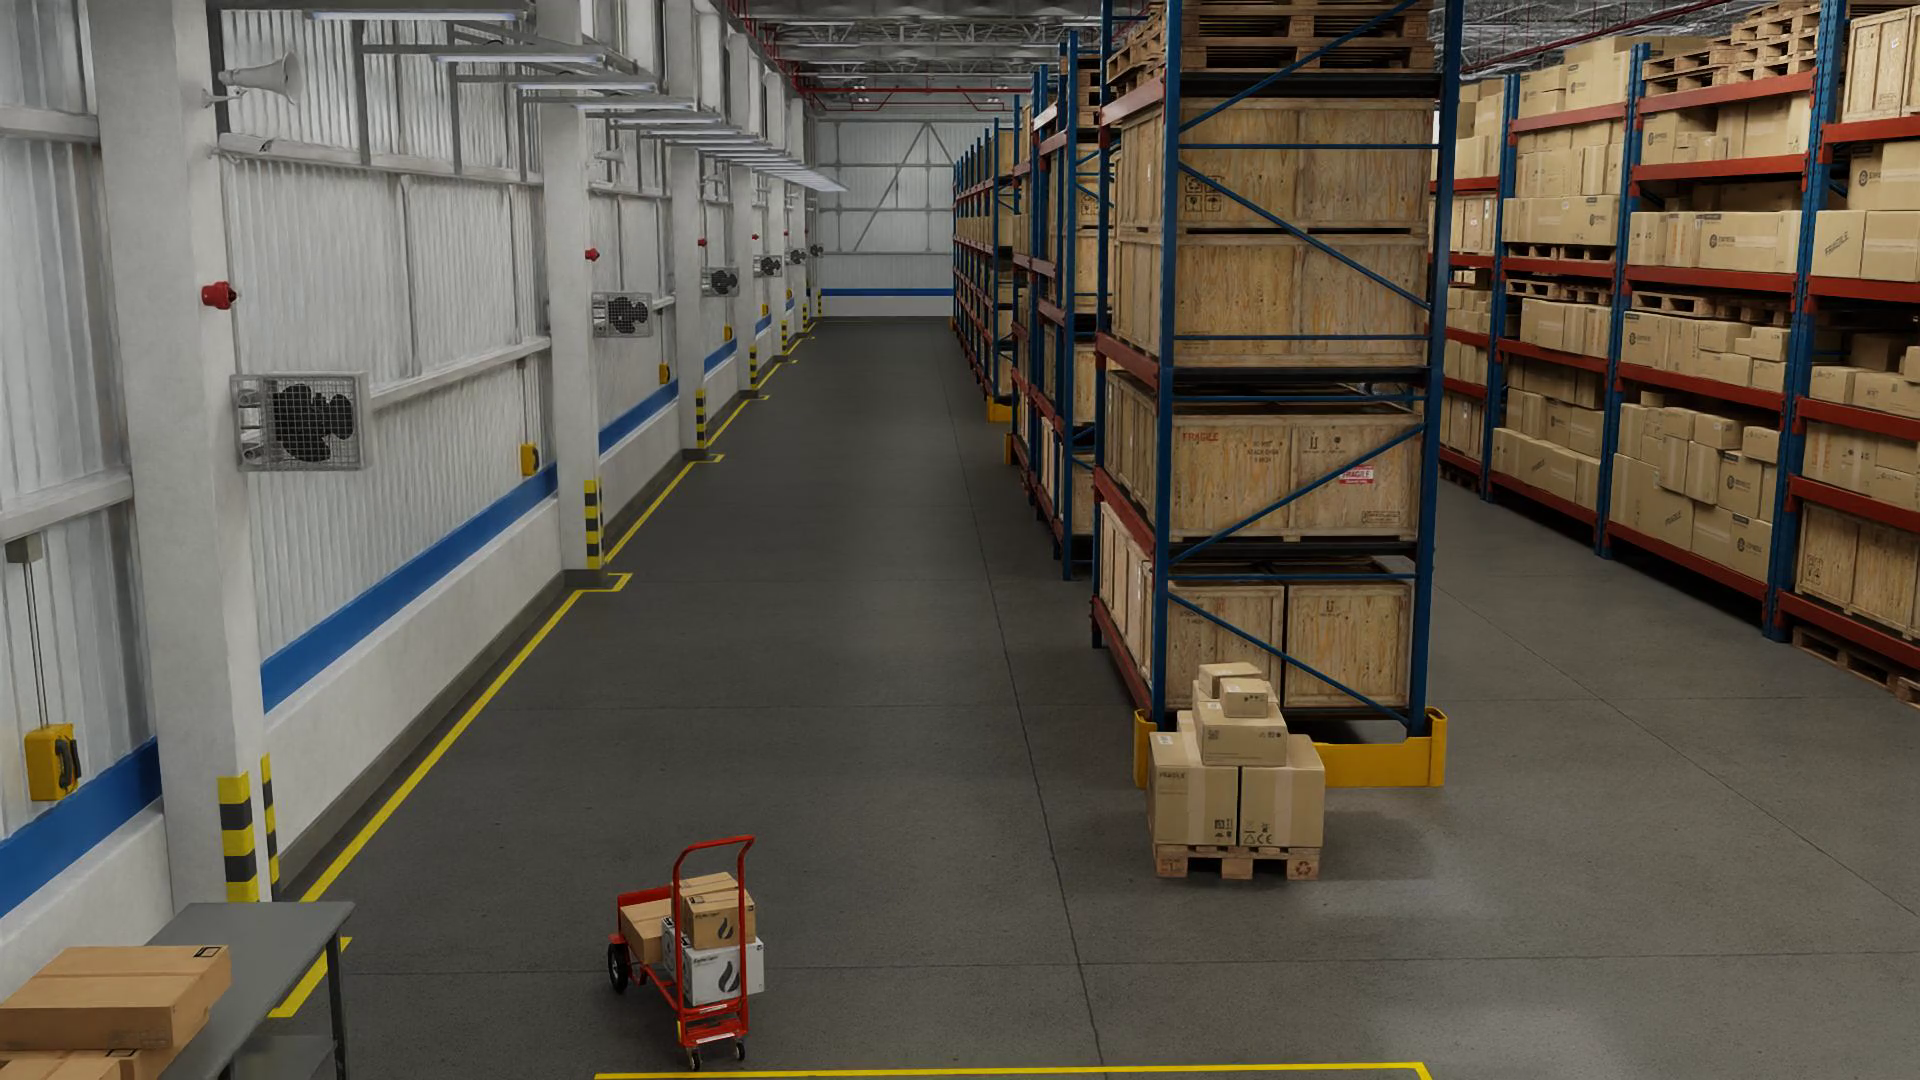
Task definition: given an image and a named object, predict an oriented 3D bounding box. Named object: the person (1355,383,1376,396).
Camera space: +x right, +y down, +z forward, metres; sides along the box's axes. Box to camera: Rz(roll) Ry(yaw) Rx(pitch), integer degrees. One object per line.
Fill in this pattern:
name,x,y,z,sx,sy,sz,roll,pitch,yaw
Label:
person,7.059,-2.382,28.821,0.768,1.897,0.599,-1,11,-3
